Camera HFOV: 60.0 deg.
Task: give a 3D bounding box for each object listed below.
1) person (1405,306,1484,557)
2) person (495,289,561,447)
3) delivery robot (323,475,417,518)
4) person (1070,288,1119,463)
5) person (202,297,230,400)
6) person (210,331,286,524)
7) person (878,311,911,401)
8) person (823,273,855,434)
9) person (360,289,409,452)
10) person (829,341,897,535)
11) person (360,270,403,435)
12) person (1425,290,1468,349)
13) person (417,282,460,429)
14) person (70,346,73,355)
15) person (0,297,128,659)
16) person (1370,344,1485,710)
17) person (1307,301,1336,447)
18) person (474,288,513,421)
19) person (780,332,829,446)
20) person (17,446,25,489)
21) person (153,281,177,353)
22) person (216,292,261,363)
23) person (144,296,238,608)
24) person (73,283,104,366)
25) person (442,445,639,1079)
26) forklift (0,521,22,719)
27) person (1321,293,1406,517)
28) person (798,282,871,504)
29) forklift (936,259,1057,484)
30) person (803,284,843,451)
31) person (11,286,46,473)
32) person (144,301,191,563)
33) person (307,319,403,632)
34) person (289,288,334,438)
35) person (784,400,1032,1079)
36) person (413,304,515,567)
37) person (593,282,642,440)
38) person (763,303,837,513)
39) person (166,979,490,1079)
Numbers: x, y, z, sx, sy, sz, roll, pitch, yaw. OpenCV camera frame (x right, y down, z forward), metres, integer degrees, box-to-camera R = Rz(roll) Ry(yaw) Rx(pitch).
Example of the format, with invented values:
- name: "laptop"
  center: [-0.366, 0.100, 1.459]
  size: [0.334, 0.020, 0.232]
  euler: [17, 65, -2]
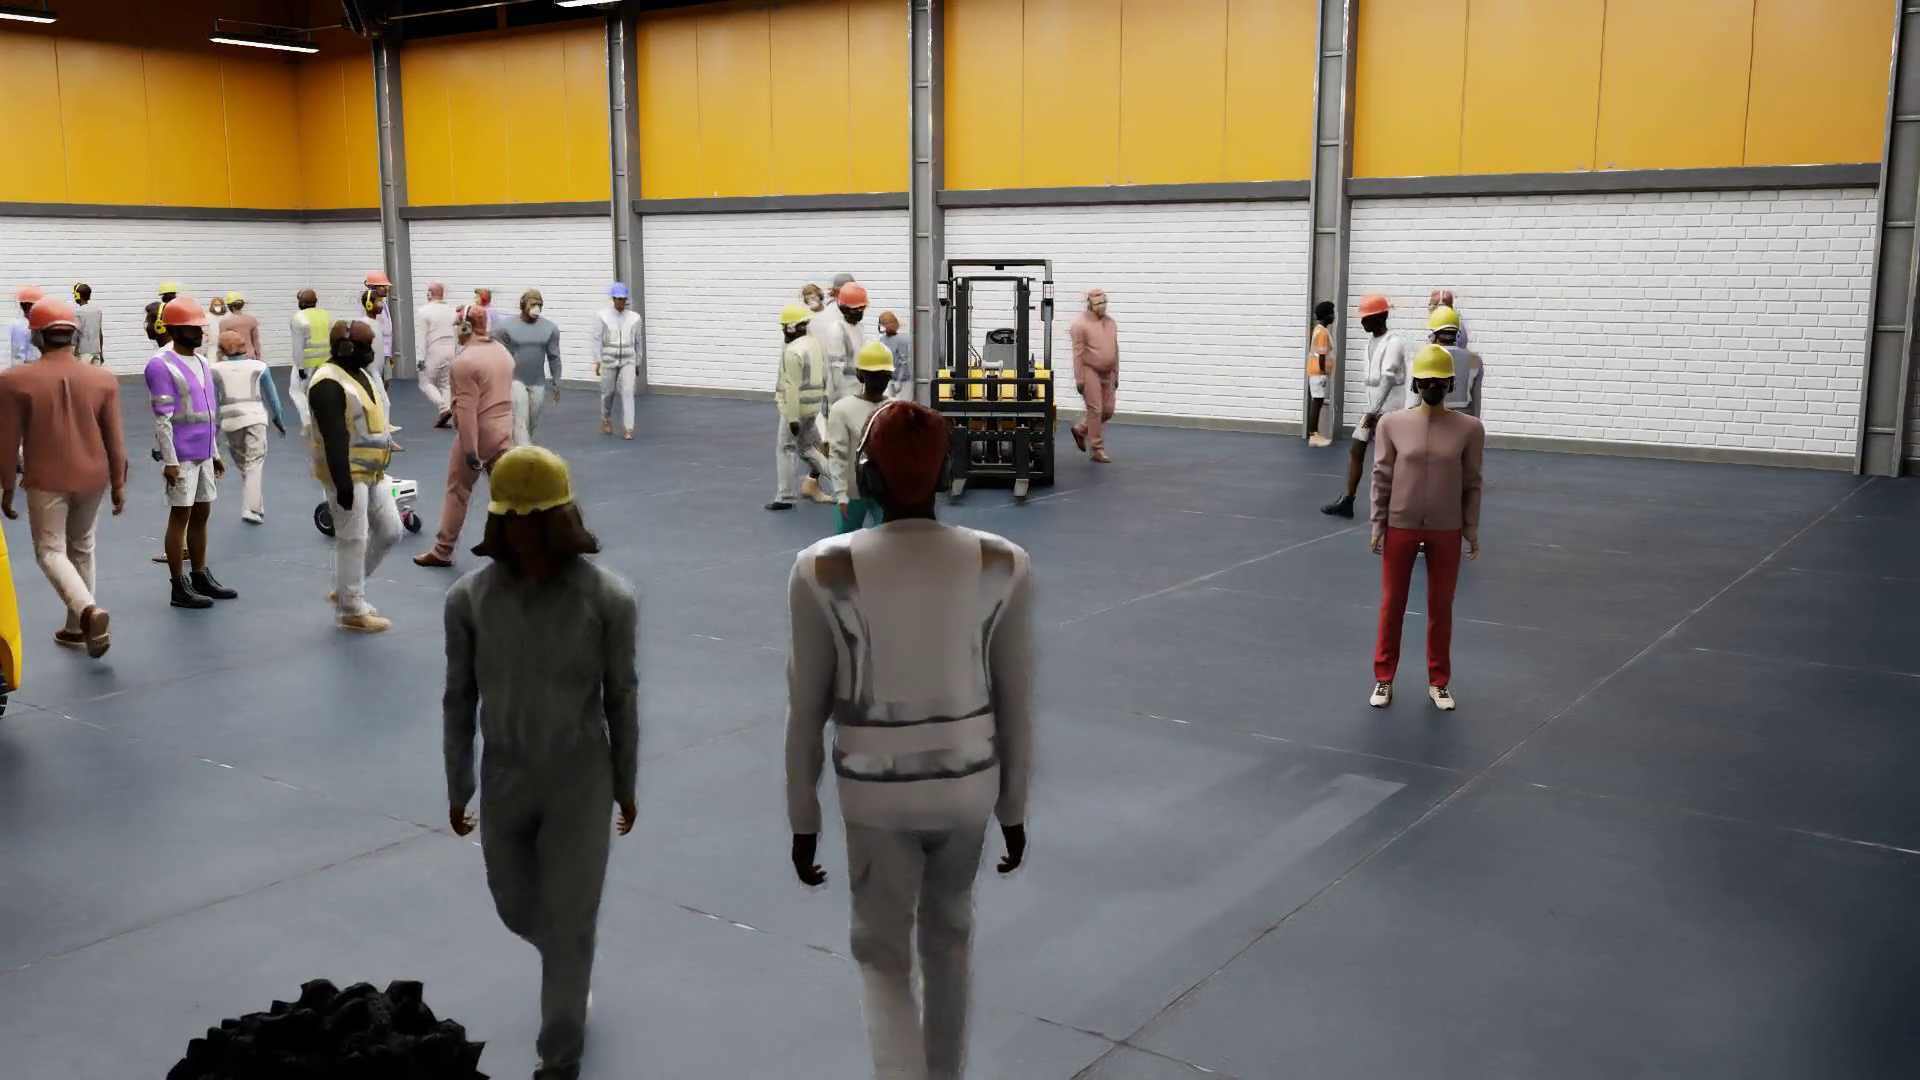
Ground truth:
- name: "person"
  center: [3.504, -0.784, 12.153]
  size: [0.586, 1.833, 0.403]
  euler: [-2, 10, -11]
- name: "person"
  center: [-4.238, -1.520, 16.404]
  size: [0.646, 1.878, 0.932]
  euler: [-6, 11, -32]
- name: "delivery robot"
  center: [-4.665, -0.365, 13.160]
  size: [0.707, 0.478, 0.477]
  euler: [4, 10, 18]
- name: "person"
  center: [1.415, -1.775, 17.944]
  size: [0.653, 1.878, 0.618]
  euler: [-7, 12, -38]
- name: "person"
  center: [-11.254, -2.884, 25.300]
  size: [0.517, 1.613, 0.521]
  euler: [-2, 10, -15]
- name: "person"
  center: [-5.920, -0.934, 13.783]
  size: [0.577, 1.587, 0.836]
  euler: [-3, 10, -16]
- name: "person"
  center: [-0.757, -1.790, 18.889]
  size: [0.683, 1.594, 0.510]
  euler: [-8, 13, -41]
- name: "person"
  center: [-1.420, -2.223, 20.100]
  size: [0.537, 2.000, 0.774]
  euler: [-2, 10, -11]
- name: "person"
  center: [-6.713, -1.909, 18.818]
  size: [0.784, 1.853, 0.507]
  euler: [-1, 10, -4]
- name: "person"
  center: [-0.500, -0.262, 9.401]
  size: [0.525, 1.715, 0.950]
  euler: [-4, 10, -22]
- name: "person"
  center: [-7.218, -2.331, 20.741]
  size: [0.374, 2.044, 0.607]
  euler: [0, 10, -1]
- name: "person"
  center: [4.524, -1.448, 15.961]
  size: [0.844, 1.873, 0.664]
  euler: [7, 12, 35]
- name: "person"
  center: [-6.684, -2.355, 21.325]
  size: [0.456, 1.890, 0.670]
  euler: [6, 11, 32]
- name: "person"
  center: [-12.662, -2.520, 23.141]
  size: [0.762, 1.604, 0.539]
  euler: [1, 10, 6]
- name: "person"
  center: [-4.836, -0.326, 9.023]
  size: [0.849, 1.972, 0.618]
  euler: [9, 13, 43]
- name: "person"
  center: [2.237, -0.056, 8.009]
  size: [0.523, 1.769, 0.319]
  euler: [2, 10, 11]
- name: "person"
  center: [4.212, -1.932, 19.402]
  size: [0.319, 1.694, 0.534]
  euler: [2, 10, 11]
- name: "person"
  center: [-6.300, -2.485, 22.378]
  size: [0.934, 1.809, 0.588]
  euler: [-3, 10, -20]
- name: "person"
  center: [-1.753, -1.790, 18.793]
  size: [0.550, 1.608, 0.475]
  euler: [-6, 11, -33]
- name: "person"
  center: [-9.081, -1.383, 15.411]
  size: [0.913, 1.952, 0.644]
  euler: [-5, 11, -28]
- name: "person"
  center: [-10.090, -2.359, 21.331]
  size: [0.534, 1.900, 0.668]
  euler: [5, 11, 28]
- name: "person"
  center: [-9.675, -2.437, 22.242]
  size: [0.705, 1.740, 0.546]
  euler: [7, 12, 38]
- name: "person"
  center: [-4.816, -0.550, 10.441]
  size: [0.361, 1.939, 0.542]
  euler: [1, 10, 8]
- name: "person"
  center: [-11.572, -2.466, 22.057]
  size: [0.328, 1.872, 0.510]
  euler: [2, 10, 14]
- name: "person"
  center: [-1.060, 0.593, 4.300]
  size: [0.492, 1.714, 0.785]
  euler: [0, 10, 2]
- name: "forklift"
  center: [-5.296, -0.090, 6.943]
  size: [1.214, 2.155, 2.313]
  euler: [7, 12, 35]
- name: "person"
  center: [3.441, -1.092, 13.834]
  size: [0.930, 1.883, 0.553]
  euler: [-3, 10, -18]
- name: "person"
  center: [-1.037, -1.274, 14.676]
  size: [0.898, 2.002, 0.650]
  euler: [4, 10, 21]
- name: "forklift"
  center: [0.370, -1.738, 16.759]
  size: [1.214, 2.155, 2.313]
  euler: [1, 10, 3]
- name: "person"
  center: [-1.536, -1.952, 18.903]
  size: [0.712, 1.906, 0.518]
  euler: [-4, 10, -24]
- name: "person"
  center: [-9.347, -1.623, 16.941]
  size: [0.891, 1.899, 0.556]
  euler: [-4, 10, -21]
- name: "person"
  center: [-5.682, -0.774, 11.971]
  size: [0.328, 1.876, 0.513]
  euler: [-1, 10, -8]
- name: "person"
  center: [-3.527, -0.369, 9.688]
  size: [0.441, 1.826, 0.641]
  euler: [0, 10, 2]
- name: "person"
  center: [-7.879, -2.135, 20.216]
  size: [0.453, 1.827, 0.629]
  euler: [6, 11, 31]
- name: "person"
  center: [-0.094, 0.619, 3.766]
  size: [0.577, 1.859, 0.794]
  euler: [-2, 10, -12]
- name: "person"
  center: [-3.414, -0.725, 11.710]
  size: [0.867, 1.865, 0.644]
  euler: [4, 10, 21]
- name: "person"
  center: [-4.196, -2.199, 20.363]
  size: [0.617, 1.919, 0.924]
  euler: [-4, 10, -21]
- name: "person"
  center: [-1.314, -1.121, 14.233]
  size: [0.696, 1.809, 0.610]
  euler: [4, 10, 20]
- name: "person"
  center: [-0.412, 1.123, 1.199]
  size: [0.319, 1.697, 0.533]
  euler: [5, 11, 27]
